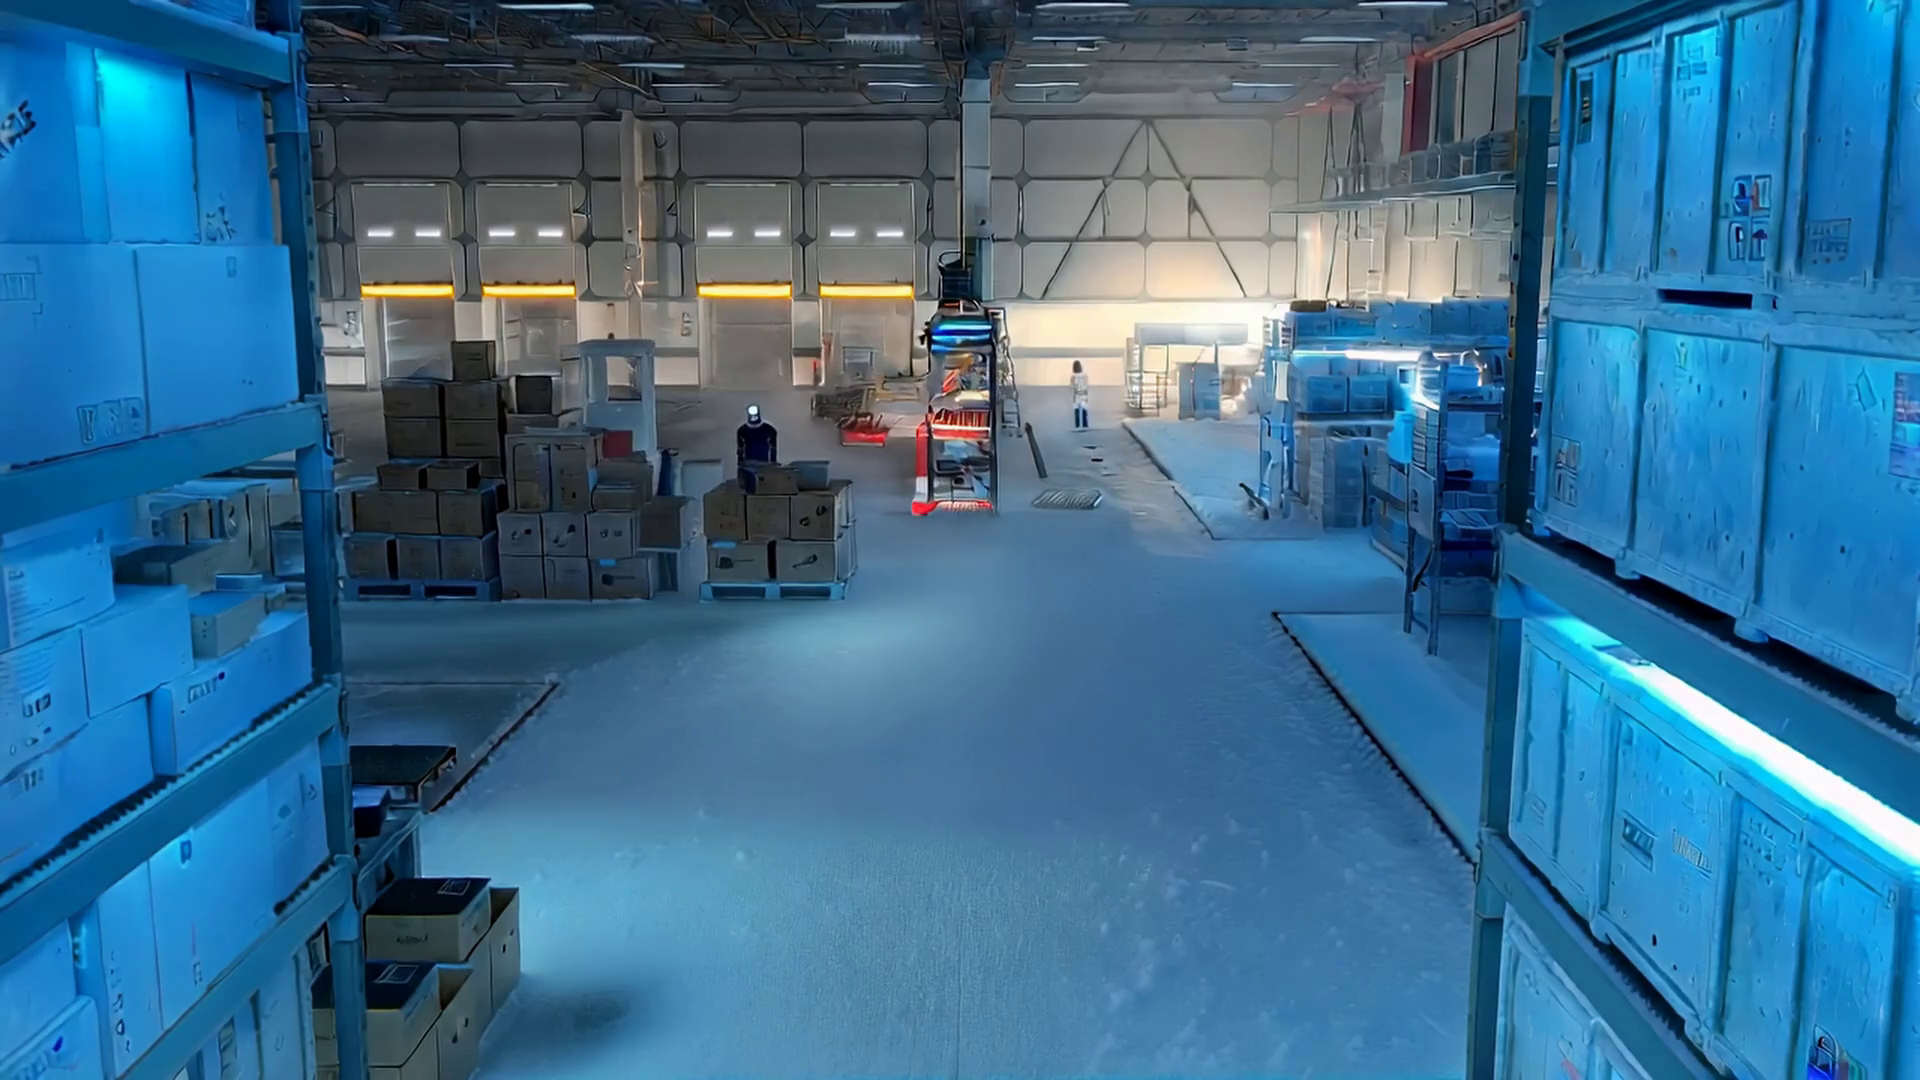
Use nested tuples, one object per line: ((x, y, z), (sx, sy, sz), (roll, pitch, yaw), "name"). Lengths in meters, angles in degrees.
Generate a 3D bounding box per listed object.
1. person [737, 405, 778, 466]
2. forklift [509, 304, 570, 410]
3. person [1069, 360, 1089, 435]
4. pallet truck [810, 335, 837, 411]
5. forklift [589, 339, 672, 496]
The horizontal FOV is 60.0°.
((-2.966, -1.020, 24.347), (0.633, 1.933, 0.370), (3, 10, 14), "person")
((-10.726, -4.588, 42.170), (1.129, 2.768, 1.873), (0, 10, 1), "forklift")
((2.736, -3.243, 37.854), (0.322, 1.684, 0.590), (-8, 13, -38), "person")
((-3.021, -4.312, 43.126), (1.885, 1.965, 0.823), (3, 10, 17), "pallet truck")
((-5.074, -1.646, 25.196), (1.129, 2.768, 1.873), (0, 10, 1), "forklift")
